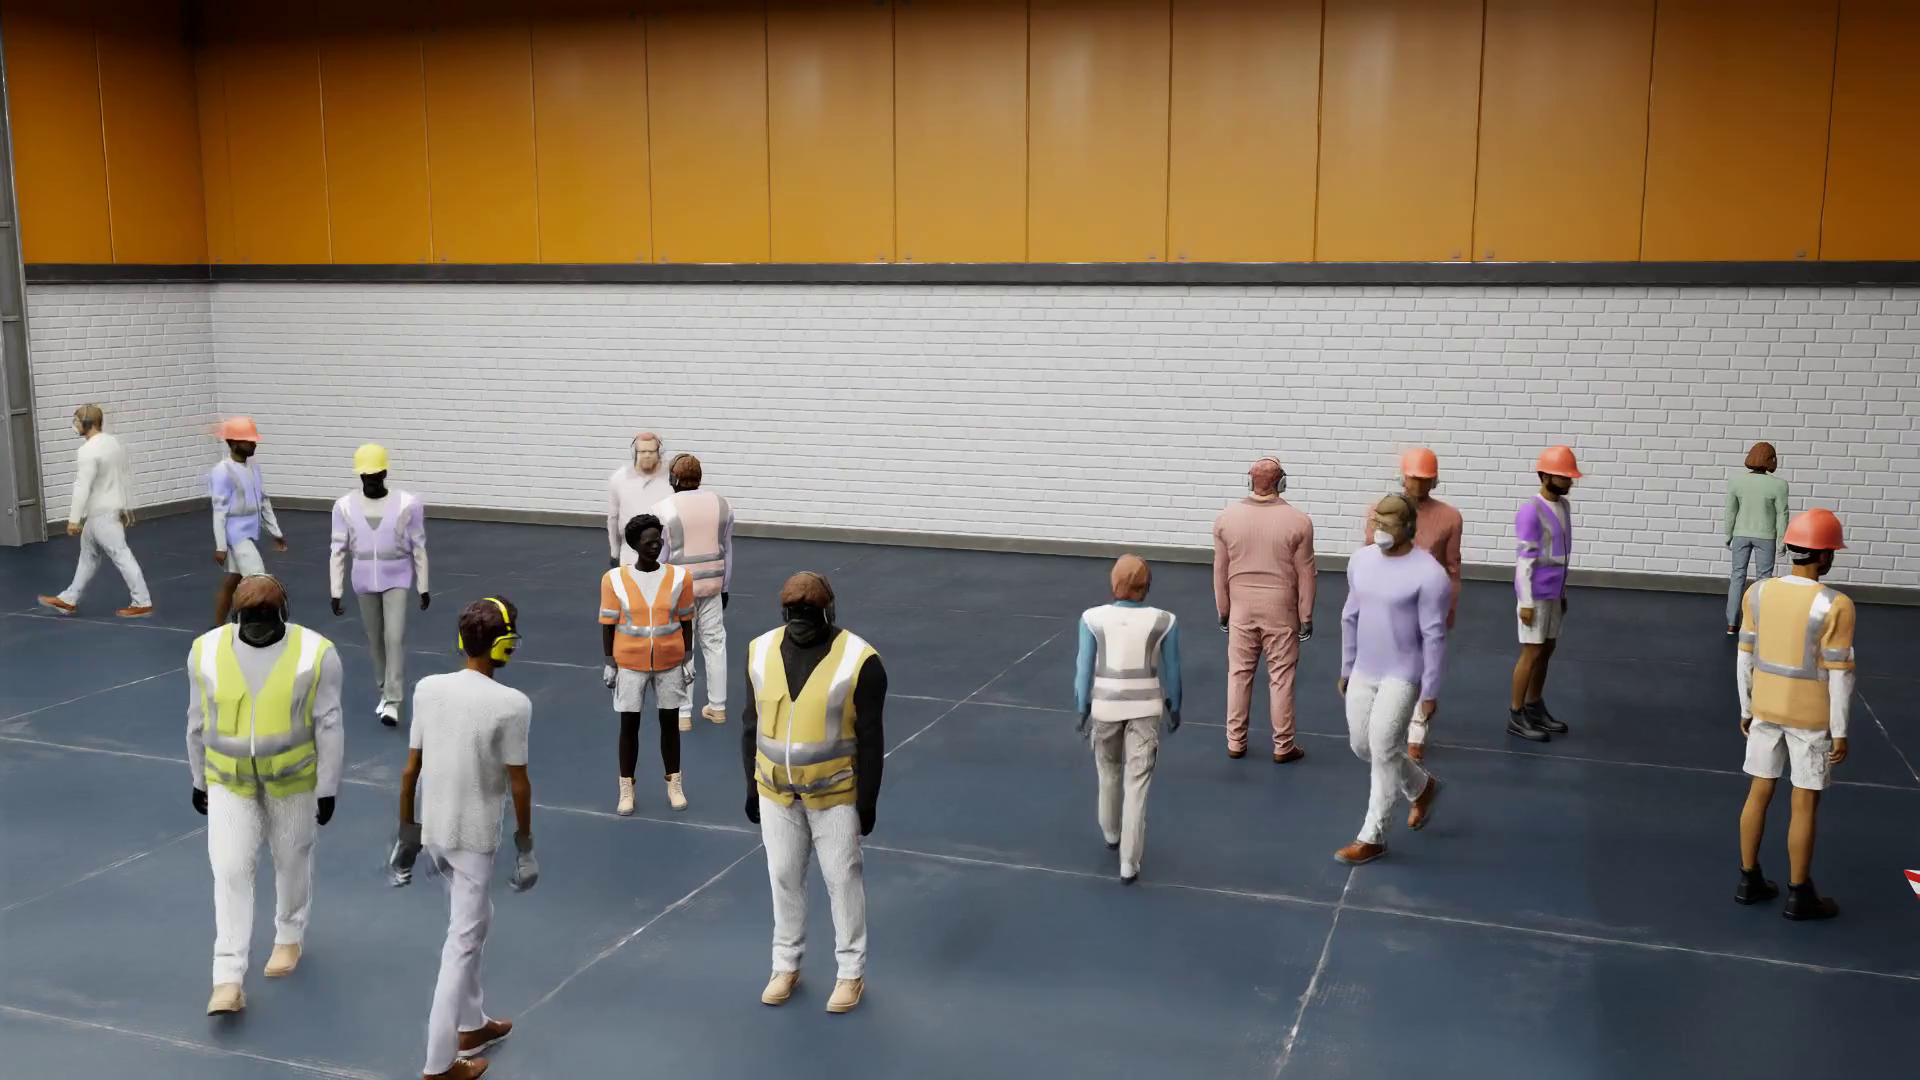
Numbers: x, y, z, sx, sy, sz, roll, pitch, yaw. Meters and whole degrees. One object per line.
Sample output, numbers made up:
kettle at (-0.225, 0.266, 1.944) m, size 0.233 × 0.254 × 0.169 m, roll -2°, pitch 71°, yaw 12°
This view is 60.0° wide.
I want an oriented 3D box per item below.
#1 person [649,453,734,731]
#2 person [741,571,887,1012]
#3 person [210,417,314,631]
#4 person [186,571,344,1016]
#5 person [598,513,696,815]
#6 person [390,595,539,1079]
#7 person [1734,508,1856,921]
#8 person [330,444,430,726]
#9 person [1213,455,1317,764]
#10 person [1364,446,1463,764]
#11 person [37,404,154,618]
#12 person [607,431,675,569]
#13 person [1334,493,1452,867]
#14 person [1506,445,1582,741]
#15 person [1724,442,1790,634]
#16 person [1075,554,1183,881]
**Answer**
person at (-1.803, 0.342, 11.061) m, size 0.624 × 1.845 × 0.430 m, roll -7°, pitch 12°, yaw -38°
person at (-0.612, 1.029, 6.847) m, size 0.619 × 1.836 × 0.430 m, roll 3°, pitch 10°, yaw 19°
person at (-5.630, -0.038, 13.260) m, size 0.971 × 1.885 × 0.569 m, roll 1°, pitch 9°, yaw 3°
person at (-2.890, 1.036, 6.893) m, size 0.637 × 1.797 × 0.917 m, roll -2°, pitch 9°, yaw -13°
person at (-1.745, 0.691, 9.335) m, size 0.541 × 1.700 × 0.315 m, roll -3°, pitch 10°, yaw -17°
person at (-1.812, 1.125, 6.249) m, size 0.514 × 1.823 × 0.696 m, roll 5°, pitch 10°, yaw 28°
person at (3.949, 0.812, 7.851) m, size 0.377 × 1.936 × 0.549 m, roll -5°, pitch 11°, yaw -29°
person at (-3.909, 0.309, 11.138) m, size 0.611 × 1.882 × 0.953 m, roll -1°, pitch 9°, yaw -5°
person at (1.894, 0.430, 10.305) m, size 0.641 × 1.913 × 0.407 m, roll 4°, pitch 10°, yaw 25°
person at (2.859, 0.362, 10.576) m, size 0.621 × 1.968 × 0.907 m, roll 2°, pitch 9°, yaw 14°
person at (-7.577, -0.234, 14.482) m, size 1.000 × 1.885 × 0.658 m, roll -2°, pitch 9°, yaw -10°
person at (-2.334, 0.091, 12.621) m, size 0.675 × 1.847 × 1.013 m, roll -1°, pitch 9°, yaw -4°
person at (2.261, 0.698, 8.606) m, size 0.742 × 1.923 × 0.638 m, roll -6°, pitch 11°, yaw -32°
person at (3.814, 0.339, 10.827) m, size 0.556 × 1.929 × 0.392 m, roll -9°, pitch 13°, yaw -43°
person at (6.618, -0.002, 13.837) m, size 0.274 × 1.632 × 0.507 m, roll -9°, pitch 13°, yaw -44°
person at (0.871, 0.871, 8.511) m, size 0.538 × 1.599 × 0.809 m, roll 2°, pitch 9°, yaw 12°
